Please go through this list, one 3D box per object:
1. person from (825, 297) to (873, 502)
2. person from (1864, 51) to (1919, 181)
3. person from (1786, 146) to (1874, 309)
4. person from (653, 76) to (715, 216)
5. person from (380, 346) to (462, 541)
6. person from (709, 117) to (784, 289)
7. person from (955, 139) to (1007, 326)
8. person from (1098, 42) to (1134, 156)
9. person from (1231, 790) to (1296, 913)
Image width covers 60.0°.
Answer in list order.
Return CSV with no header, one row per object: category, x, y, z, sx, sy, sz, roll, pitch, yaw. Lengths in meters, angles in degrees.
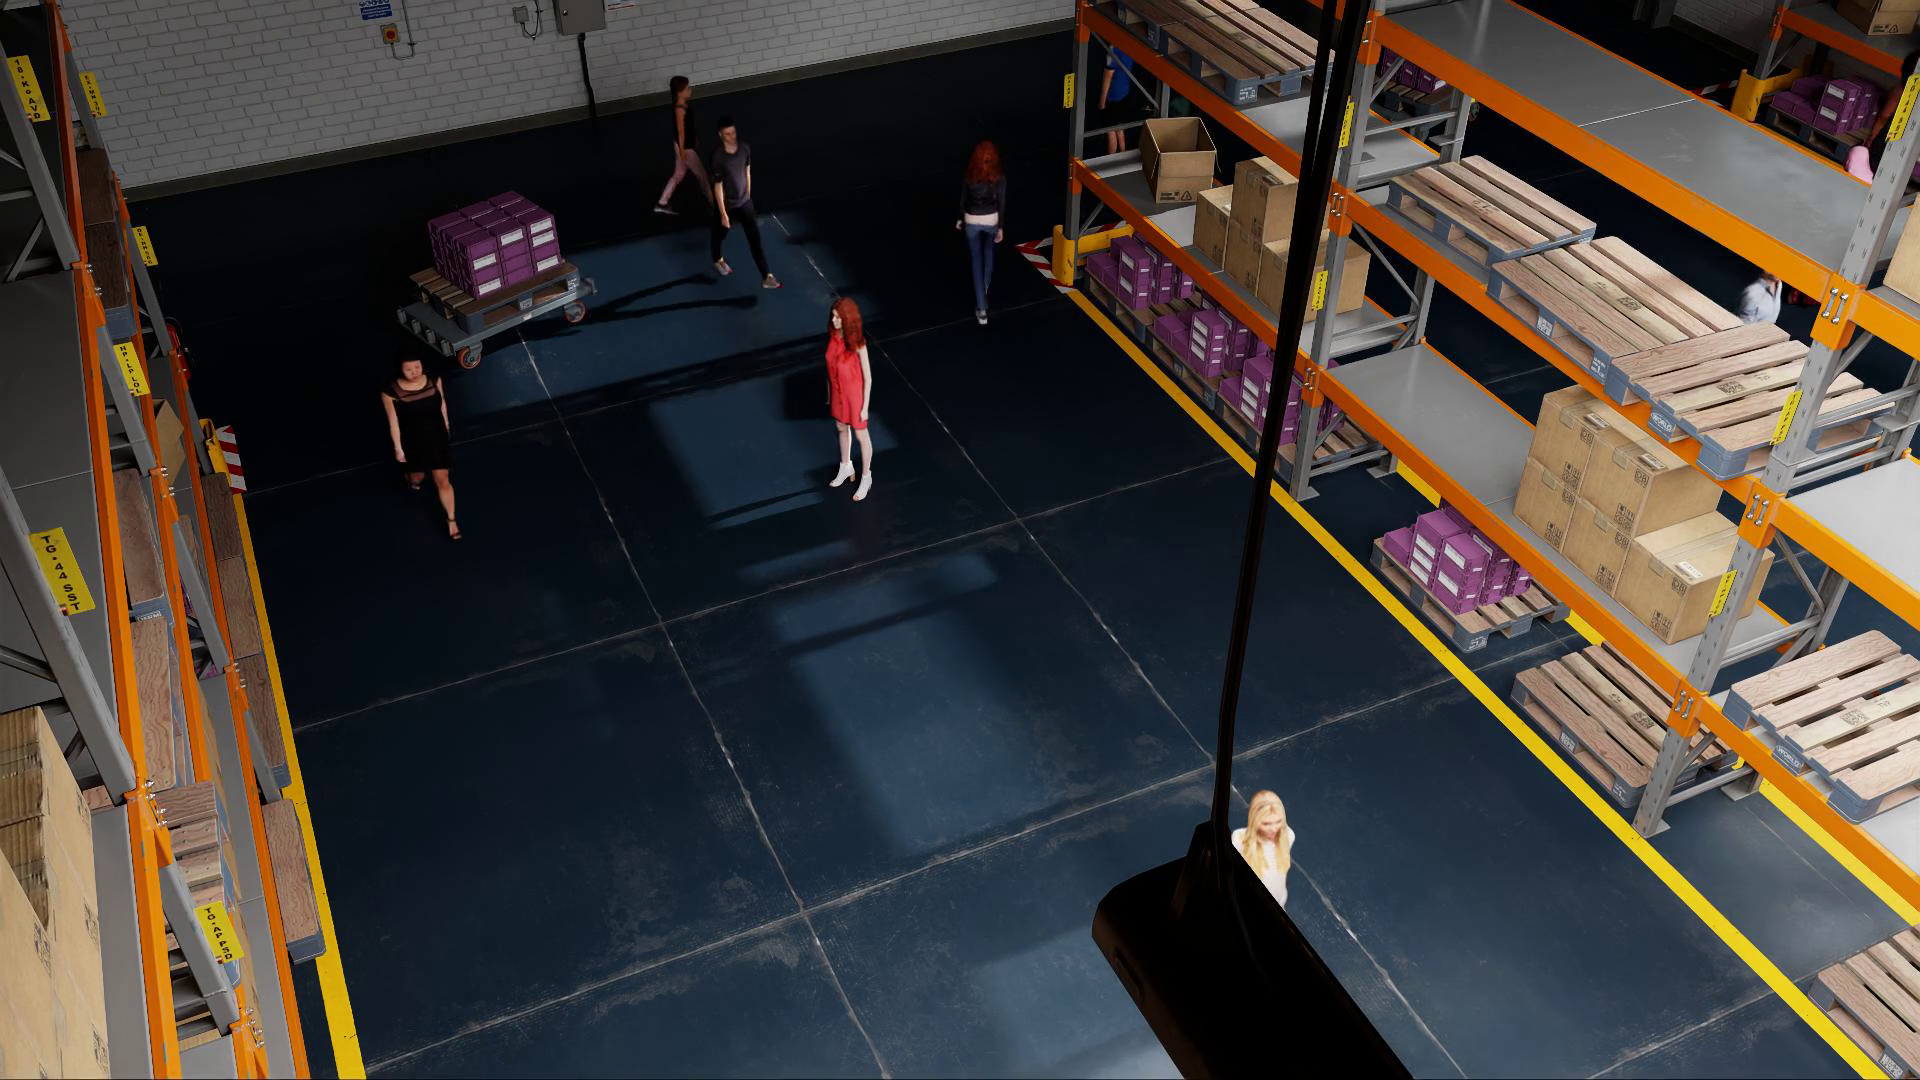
person,-0.873,-1.137,13.243,0.567,1.827,0.712,32,48,33
person,9.499,-4.039,16.902,0.681,1.795,1.032,-14,41,-17
person,8.245,-2.936,15.649,0.746,1.635,0.729,-2,39,-3
person,-2.887,-4.003,17.072,0.722,1.526,1.033,-8,39,-10
person,-4.209,-0.788,12.914,0.710,1.692,1.023,-21,43,-25
person,-2.238,-3.241,15.974,0.894,1.706,1.259,-30,47,-32
person,0.210,-2.818,15.403,0.821,1.757,1.078,-4,39,-5
person,1.674,-4.784,17.782,0.816,1.861,0.772,18,42,21
person,1.600,2.040,9.265,0.610,1.826,0.530,-14,41,-17
